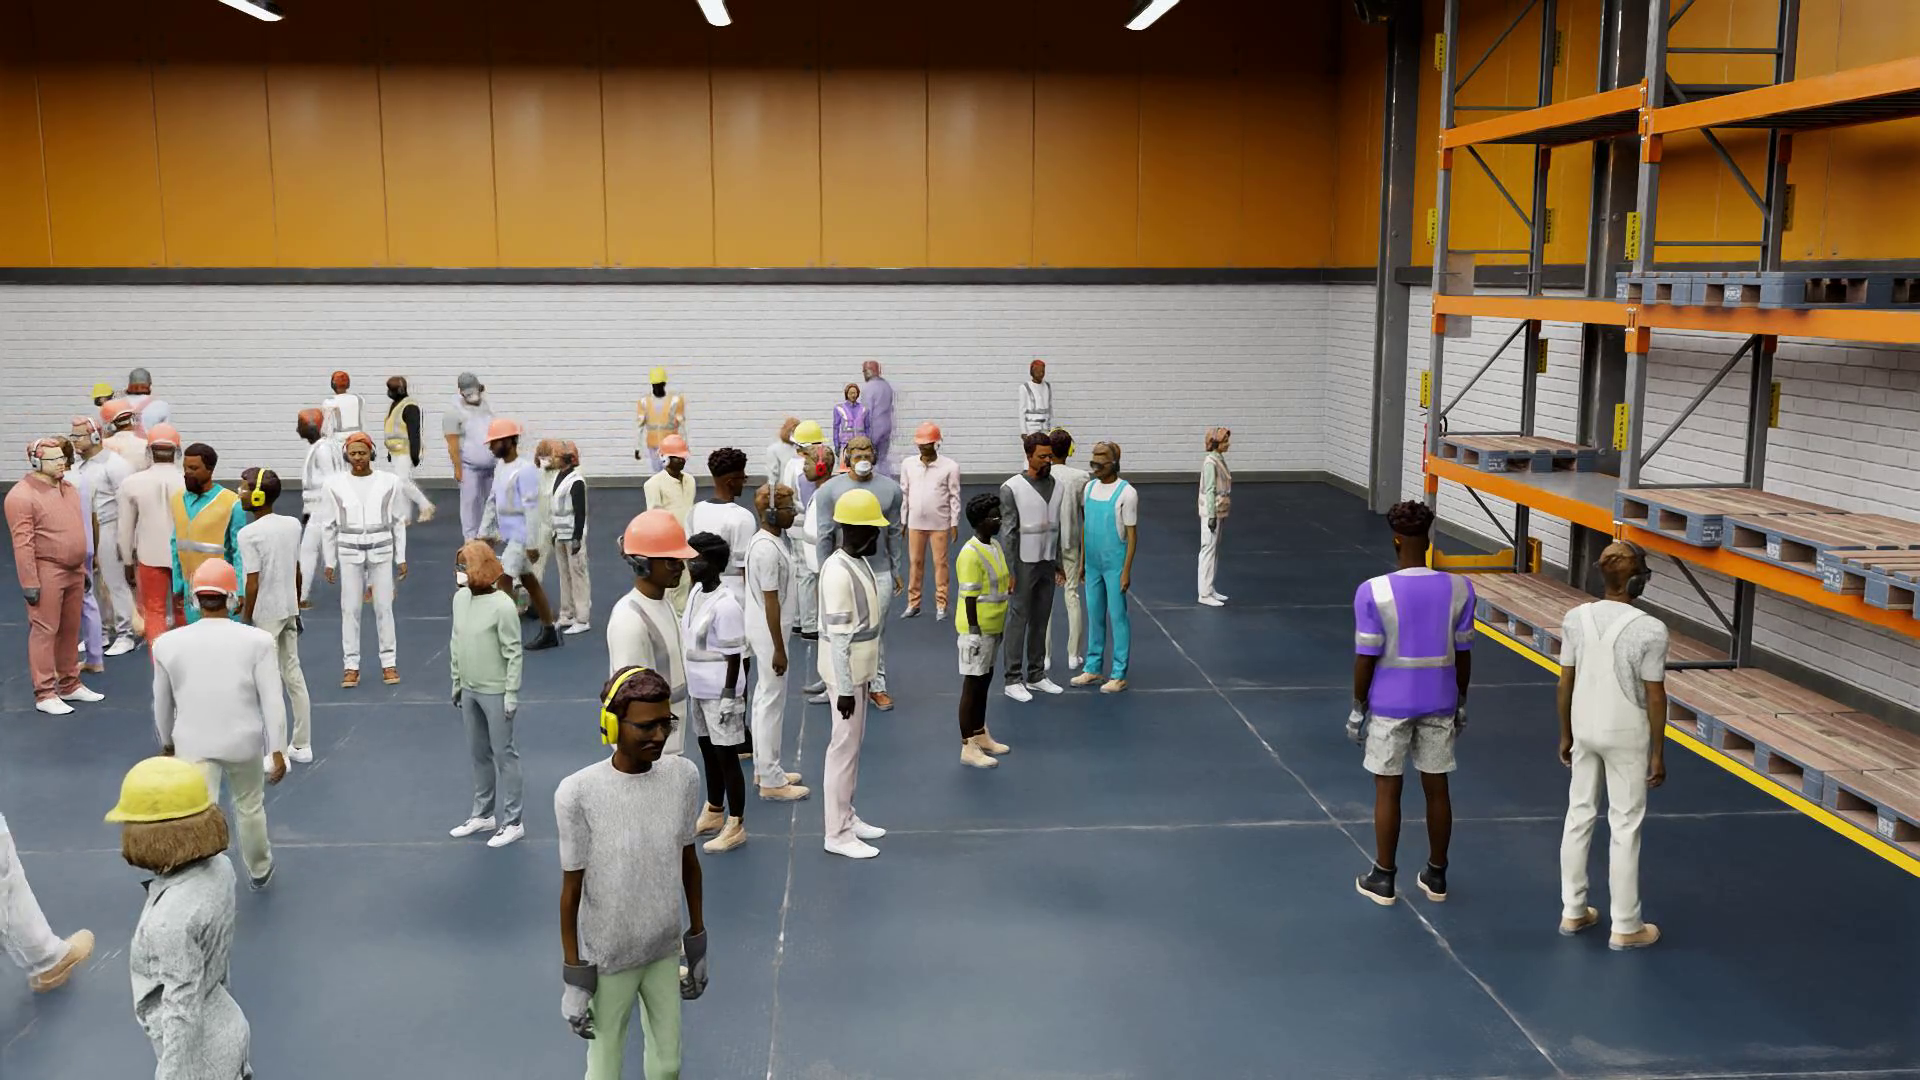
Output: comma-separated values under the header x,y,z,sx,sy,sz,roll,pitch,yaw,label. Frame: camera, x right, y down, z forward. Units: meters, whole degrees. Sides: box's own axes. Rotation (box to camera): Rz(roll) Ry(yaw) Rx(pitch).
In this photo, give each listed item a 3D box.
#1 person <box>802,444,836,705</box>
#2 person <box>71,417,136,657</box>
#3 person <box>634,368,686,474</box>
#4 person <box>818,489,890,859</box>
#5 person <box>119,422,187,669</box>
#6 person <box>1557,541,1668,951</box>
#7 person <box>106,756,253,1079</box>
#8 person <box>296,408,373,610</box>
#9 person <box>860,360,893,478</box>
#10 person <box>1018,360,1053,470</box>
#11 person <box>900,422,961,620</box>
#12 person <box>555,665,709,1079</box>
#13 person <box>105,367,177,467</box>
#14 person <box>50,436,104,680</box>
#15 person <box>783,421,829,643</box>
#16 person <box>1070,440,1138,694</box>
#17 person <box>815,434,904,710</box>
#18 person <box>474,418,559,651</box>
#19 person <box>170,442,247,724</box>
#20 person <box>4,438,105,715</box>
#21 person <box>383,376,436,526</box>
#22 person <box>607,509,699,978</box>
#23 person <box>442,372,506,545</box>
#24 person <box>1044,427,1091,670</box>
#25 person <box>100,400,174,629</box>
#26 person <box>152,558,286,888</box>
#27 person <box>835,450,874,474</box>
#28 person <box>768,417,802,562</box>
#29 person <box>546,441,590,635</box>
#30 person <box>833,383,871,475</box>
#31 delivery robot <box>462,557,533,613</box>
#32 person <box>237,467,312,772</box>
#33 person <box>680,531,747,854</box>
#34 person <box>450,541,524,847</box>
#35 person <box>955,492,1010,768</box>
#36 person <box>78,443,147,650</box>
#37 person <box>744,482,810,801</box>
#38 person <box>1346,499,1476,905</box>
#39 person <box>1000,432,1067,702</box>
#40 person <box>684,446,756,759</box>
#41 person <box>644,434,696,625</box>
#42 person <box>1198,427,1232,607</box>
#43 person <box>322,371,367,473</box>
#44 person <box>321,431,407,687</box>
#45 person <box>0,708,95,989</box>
x,y,z,sx,sy,sz,roll,pitch,yaw,label
-0.925,0.238,11.774,0.384,1.845,0.565,-1,9,-9,person
-6.877,-0.025,13.239,0.651,1.906,0.403,4,10,23,person
-3.734,-1.189,20.644,0.618,1.871,0.992,1,9,5,person
-0.547,0.685,8.712,0.381,1.924,0.594,1,9,5,person
-5.748,0.136,12.058,0.612,1.967,0.845,-4,10,-24,person
2.941,0.917,7.510,0.350,1.847,0.506,-7,11,-37,person
-2.120,1.437,4.569,0.300,1.744,0.484,-2,9,-12,person
-5.730,-0.288,15.131,1.005,1.844,0.586,-4,10,-23,person
-1.145,-1.473,22.413,0.453,1.884,0.719,5,10,27,person
1.048,-1.538,22.843,0.584,1.877,0.356,-8,12,-39,person
-0.279,-0.166,14.602,0.561,1.750,0.334,3,9,16,person
-0.991,1.295,5.110,0.509,1.860,0.333,-8,12,-40,person
-9.033,-0.917,18.414,0.700,2.000,0.604,-1,9,-5,person
-6.677,0.135,12.471,0.355,1.835,0.515,3,9,17,person
-1.247,-0.071,13.753,0.404,1.832,0.600,-3,10,-20,person
1.058,0.191,12.082,0.346,1.843,0.507,-8,12,-42,person
-0.686,0.231,11.523,0.635,1.939,0.362,-3,10,-21,person
-3.652,-0.017,13.239,0.952,1.883,0.550,-6,11,-32,person
-5.020,0.301,11.144,0.588,1.922,0.390,3,10,18,person
-6.276,0.242,11.562,0.409,1.907,0.648,1,9,5,person
-6.679,-1.057,19.974,0.455,1.832,0.641,-7,11,-36,person
-1.293,0.878,7.140,0.391,2.040,0.615,0,9,1,person
-5.310,-0.899,18.302,0.565,2.000,0.755,6,11,33,person
0.753,0.066,12.775,0.531,1.872,0.317,-1,9,-5,person
-7.063,-0.211,14.227,0.766,1.973,0.437,-1,9,-6,person
-3.495,0.935,7.866,0.595,1.699,0.913,-2,9,-14,person
-0.759,0.193,12.349,0.328,1.748,0.575,-1,9,-4,person
-1.713,-0.506,17.236,0.562,1.592,0.798,-1,9,-8,person
-3.314,-0.025,14.080,0.308,1.637,0.511,-7,11,-38,person
-1.393,-1.203,21.466,0.514,1.641,0.308,-4,10,-21,person
-4.046,0.390,14.568,0.707,0.478,0.477,7,12,37,delivery robot
-4.208,0.485,10.135,0.328,1.876,0.517,3,9,17,person
-1.307,0.791,8.769,0.315,1.696,0.540,-6,11,-31,person
-2.528,0.810,8.847,0.508,1.632,0.265,7,11,36,person
0.143,0.547,10.304,0.317,1.696,0.537,3,9,17,person
-6.899,0.036,13.457,0.839,1.717,0.565,2,9,13,person
-1.070,0.581,9.623,0.342,1.846,0.509,-2,9,-12,person
2.160,0.782,8.002,0.600,1.959,0.384,-1,9,-6,person
0.518,0.178,11.923,0.597,1.916,0.372,-9,13,-44,person
-1.457,0.390,10.440,0.608,1.965,0.365,8,12,40,person
-2.292,0.020,13.427,0.328,1.752,0.563,5,10,28,person
2.341,-0.220,15.294,0.309,1.639,0.523,3,9,16,person
-7.401,-1.092,20.013,0.355,1.883,0.573,6,11,35,person
-4.383,0.141,12.261,0.584,1.882,0.345,-3,10,-20,person
-4.069,1.066,6.742,0.651,1.788,0.964,3,9,16,person
